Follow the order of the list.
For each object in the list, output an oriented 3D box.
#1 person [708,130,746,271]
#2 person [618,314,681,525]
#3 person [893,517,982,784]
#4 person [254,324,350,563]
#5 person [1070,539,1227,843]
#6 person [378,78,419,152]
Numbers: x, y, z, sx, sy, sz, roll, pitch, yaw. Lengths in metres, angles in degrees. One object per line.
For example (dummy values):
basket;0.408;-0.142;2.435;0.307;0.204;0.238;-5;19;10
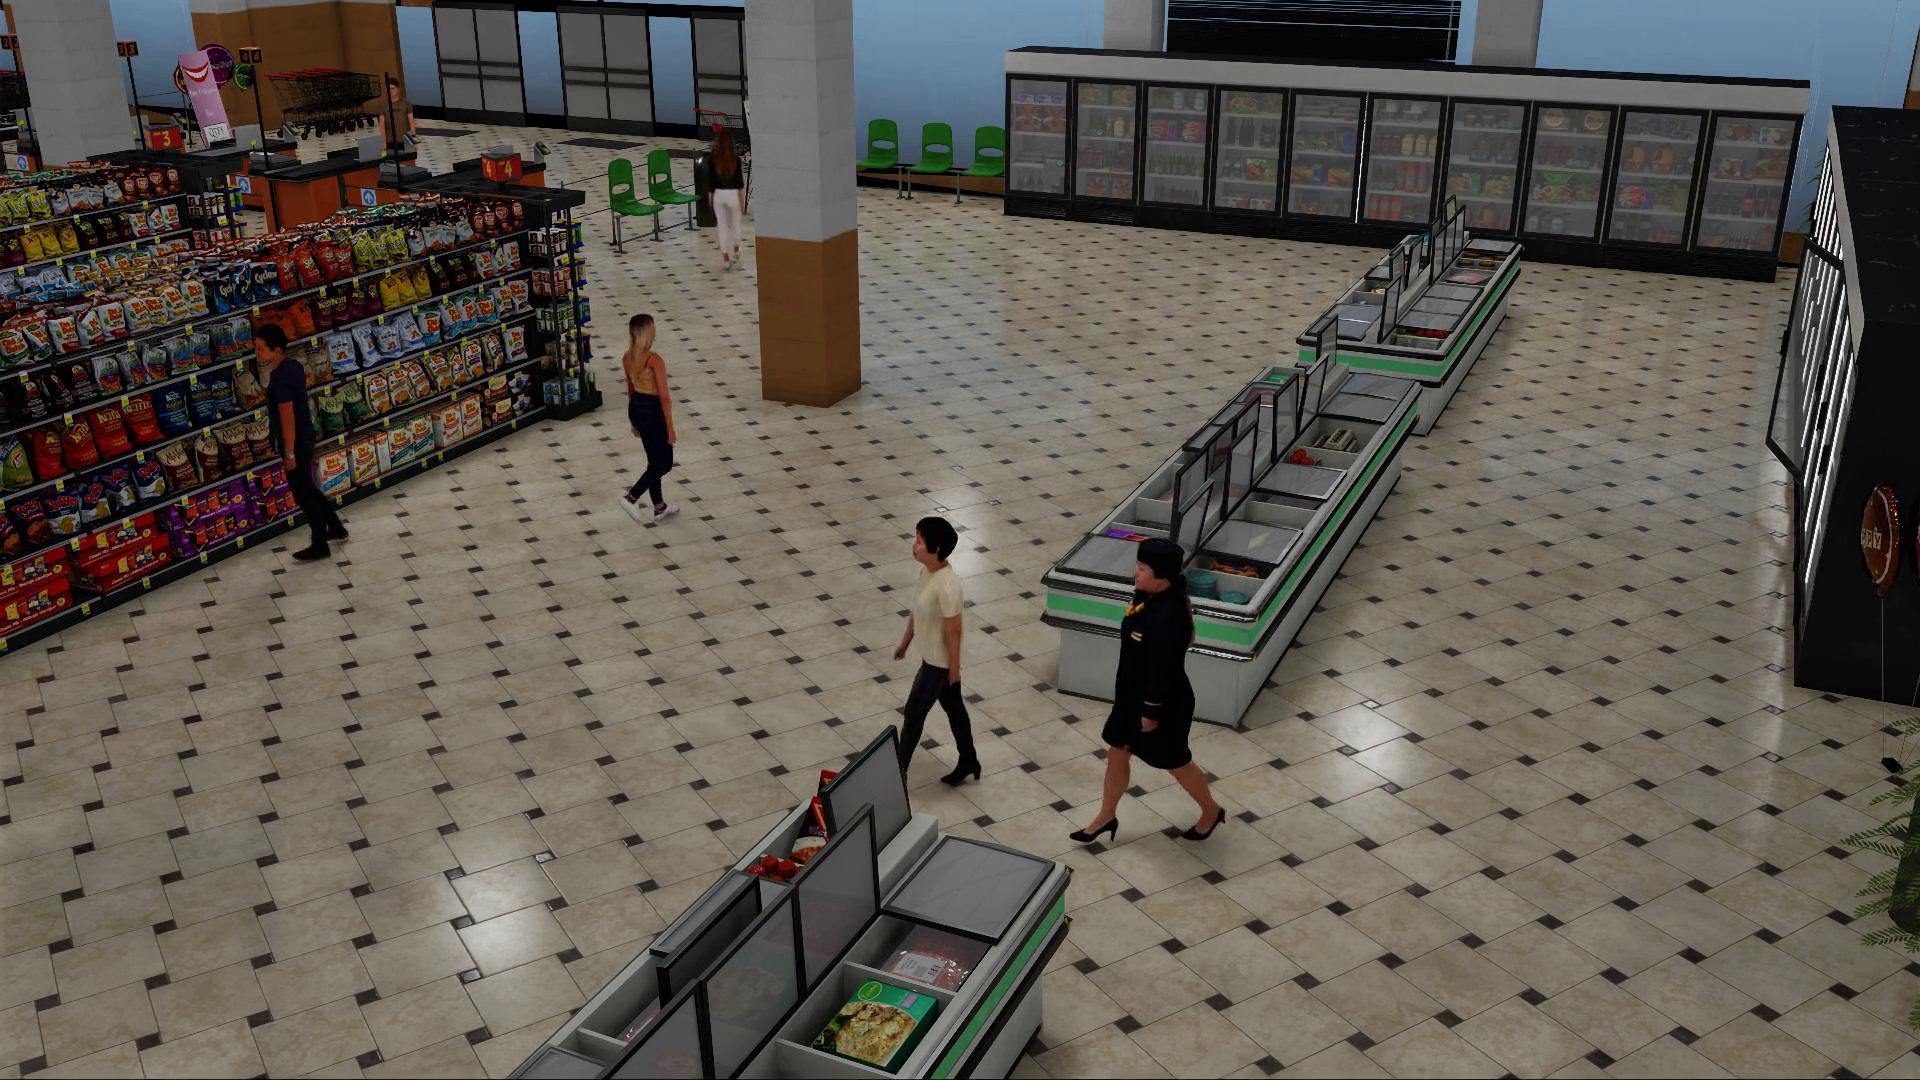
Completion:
person;-2.896;-4.174;20.582;0.955;1.663;1.178;-1;22;-3
person;-2.360;-0.861;12.398;0.709;1.618;0.921;17;27;35
person;-0.042;0.618;8.789;0.923;1.563;0.923;-3;22;-8
person;-4.668;-0.693;11.771;0.911;1.774;0.837;-3;22;-7
person;1.042;0.809;8.216;1.087;1.638;1.112;-2;22;-6
person;-8.301;-5.898;24.623;0.738;1.850;0.791;-7;23;-16
